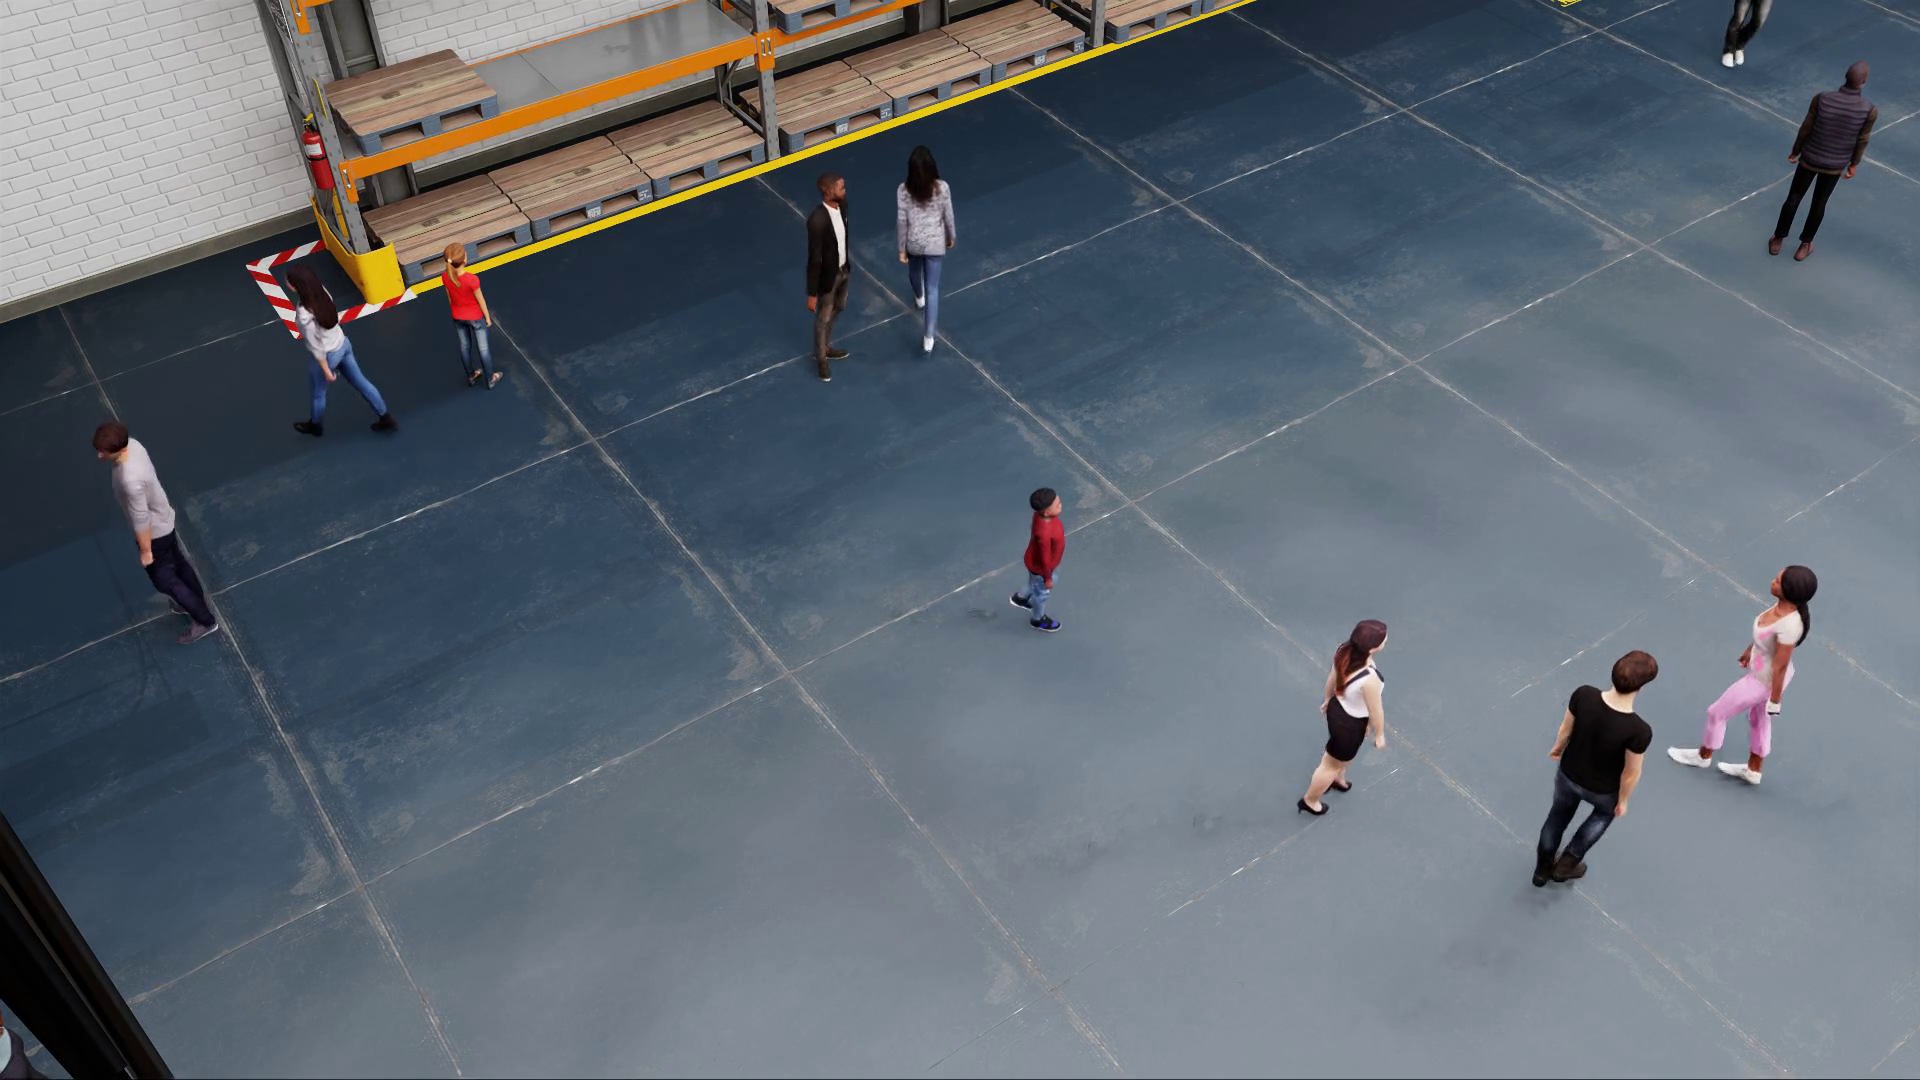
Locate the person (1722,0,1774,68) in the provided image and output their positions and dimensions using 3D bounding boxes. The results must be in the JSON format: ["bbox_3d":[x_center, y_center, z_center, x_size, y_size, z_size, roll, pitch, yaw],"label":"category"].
[{"bbox_3d":[8.109,-5.730,16.952,0.774,1.799,0.838,6,44,6],"label":"person"}]

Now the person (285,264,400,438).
[{"bbox_3d":[-4.672,-1.401,12.559,1.099,1.592,1.022,5,44,5],"label":"person"}]

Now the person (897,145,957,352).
[{"bbox_3d":[-0.281,-2.339,13.476,1.209,1.684,1.148,-1,44,-1],"label":"person"}]

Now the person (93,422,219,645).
[{"bbox_3d":[-5.359,-0.096,11.018,0.664,1.827,0.754,-3,44,-3],"label":"person"}]

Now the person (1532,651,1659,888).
[{"bbox_3d":[3.522,1.385,9.419,0.665,1.889,0.734,-33,52,-30],"label":"person"}]

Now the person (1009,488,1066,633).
[{"bbox_3d":[0.492,0.132,11.198,0.706,1.248,0.644,3,44,3],"label":"person"}]

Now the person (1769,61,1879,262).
[{"bbox_3d":[7.441,-3.275,14.349,0.777,1.835,0.732,22,48,21],"label":"person"}]

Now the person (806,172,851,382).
[{"bbox_3d":[-1.046,-2.114,13.161,0.925,1.793,0.727,27,50,25],"label":"person"}]

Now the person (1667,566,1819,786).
[{"bbox_3d":[4.957,0.884,10.070,0.864,1.715,0.859,19,47,19],"label":"person"}]

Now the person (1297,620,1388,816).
[{"bbox_3d":[2.224,1.104,9.900,0.748,1.632,0.674,-10,44,-10],"label":"person"}]

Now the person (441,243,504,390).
[{"bbox_3d":[-3.893,-1.766,13.147,0.549,1.307,0.610,6,44,7],"label":"person"}]
